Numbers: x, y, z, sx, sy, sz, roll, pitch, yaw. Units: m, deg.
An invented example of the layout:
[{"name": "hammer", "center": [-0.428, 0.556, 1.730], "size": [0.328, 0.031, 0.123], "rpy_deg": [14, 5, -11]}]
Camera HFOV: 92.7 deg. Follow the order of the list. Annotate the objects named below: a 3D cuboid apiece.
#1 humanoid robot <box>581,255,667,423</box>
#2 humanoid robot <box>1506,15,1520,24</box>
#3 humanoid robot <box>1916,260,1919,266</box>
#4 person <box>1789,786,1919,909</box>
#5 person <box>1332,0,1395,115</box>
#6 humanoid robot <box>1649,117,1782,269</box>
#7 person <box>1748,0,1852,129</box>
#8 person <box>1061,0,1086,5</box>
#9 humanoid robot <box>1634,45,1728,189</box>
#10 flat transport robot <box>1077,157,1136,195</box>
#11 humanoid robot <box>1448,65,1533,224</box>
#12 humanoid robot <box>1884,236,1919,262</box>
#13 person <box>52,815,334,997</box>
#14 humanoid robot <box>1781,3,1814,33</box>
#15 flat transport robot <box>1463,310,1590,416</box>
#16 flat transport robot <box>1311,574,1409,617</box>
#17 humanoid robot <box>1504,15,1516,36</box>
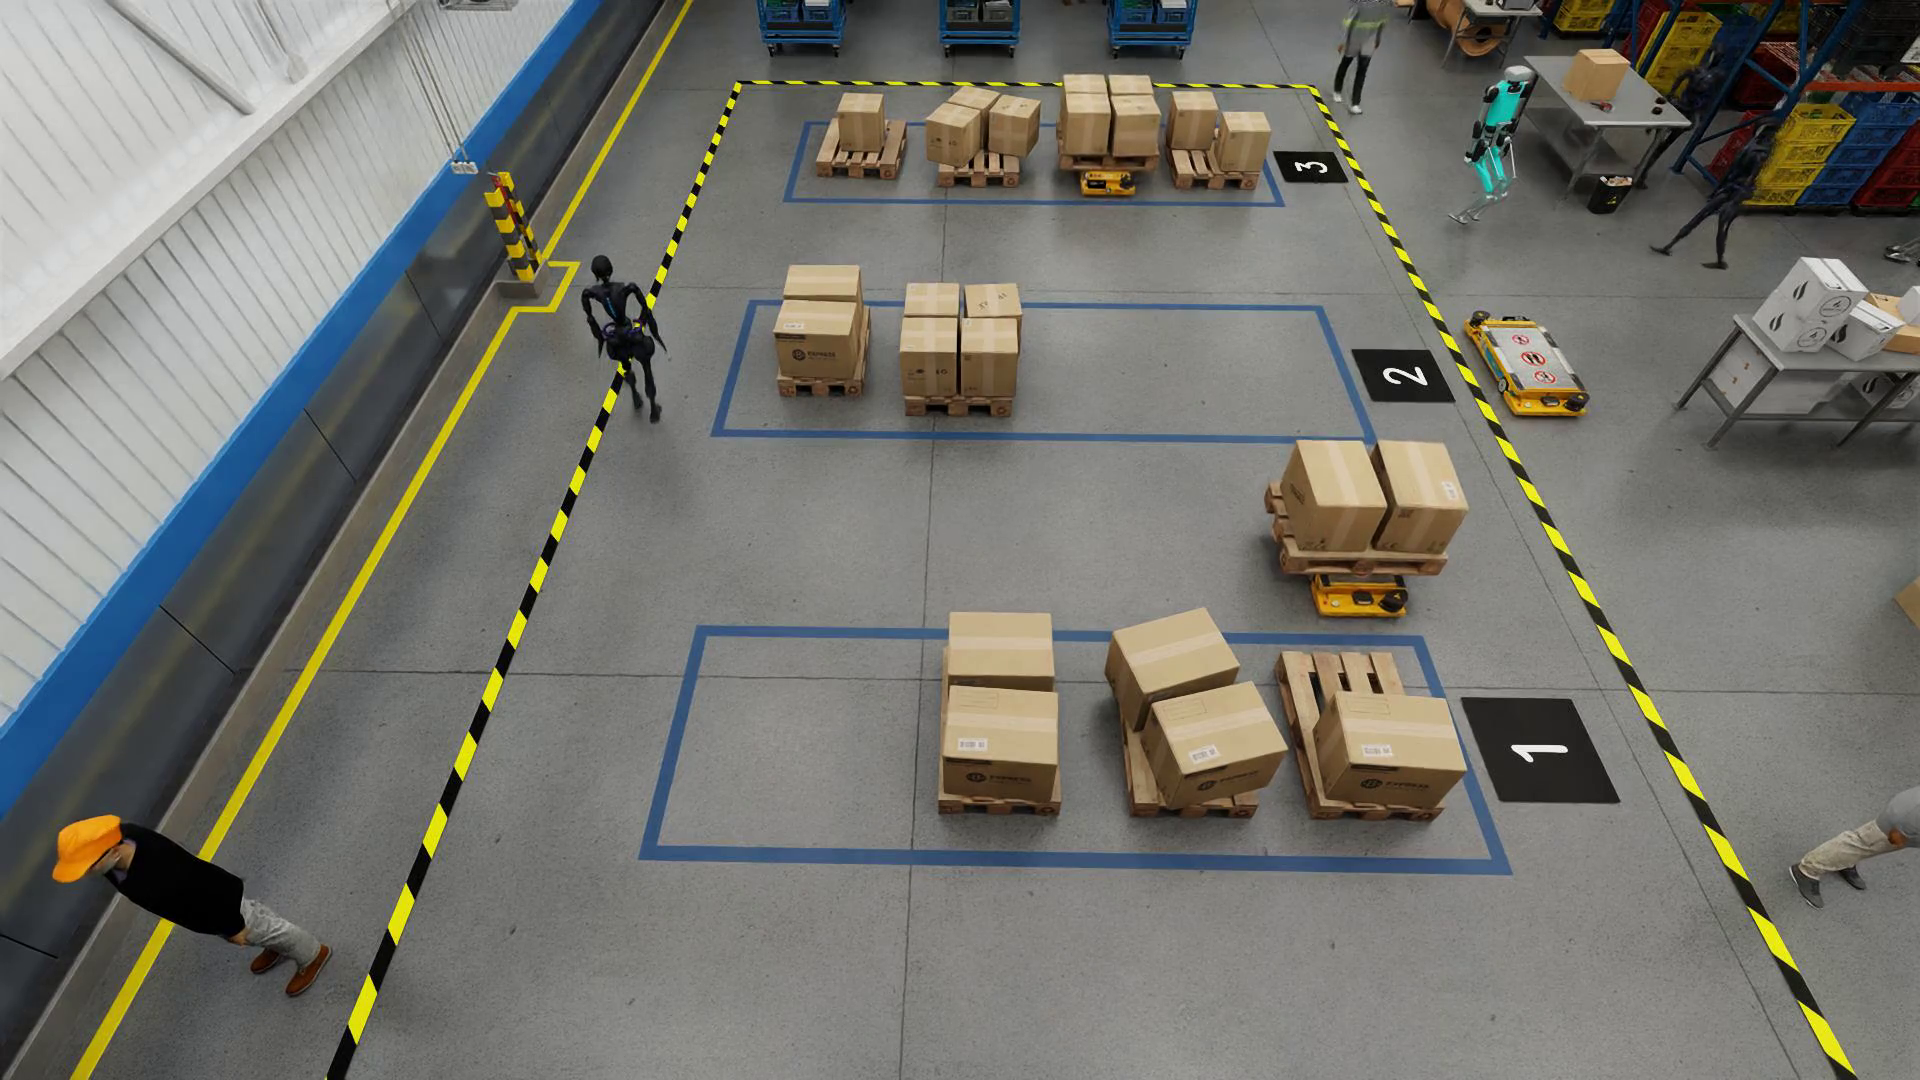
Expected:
[{"name": "humanoid robot", "center": [-2.957, -1.799, 8.161], "size": [0.599, 1.643, 0.457], "rpy_deg": [-7, 49, -6]}, {"name": "humanoid robot", "center": [9.000, -9.067, 14.453], "size": [0.556, 1.859, 0.669], "rpy_deg": [4, 49, 3]}, {"name": "humanoid robot", "center": [11.204, -3.699, 9.845], "size": [0.742, 1.639, 0.610], "rpy_deg": [-22, 53, -18]}, {"name": "person", "center": [5.483, 1.557, 5.192], "size": [0.563, 1.769, 0.400], "rpy_deg": [-13, 50, -11]}, {"name": "person", "center": [5.409, -6.705, 12.313], "size": [0.614, 1.802, 0.956], "rpy_deg": [2, 49, 2]}, {"name": "humanoid robot", "center": [8.270, -3.699, 9.838], "size": [0.785, 1.623, 0.609], "rpy_deg": [11, 50, 10]}, {"name": "person", "center": [11.076, -6.182, 11.878], "size": [0.920, 1.798, 0.627], "rpy_deg": [2, 49, 1]}, {"name": "person", "center": [1.930, -9.811, 14.931], "size": [0.620, 1.932, 0.370], "rpy_deg": [-11, 50, -9]}, {"name": "humanoid robot", "center": [8.669, -5.064, 11.006], "size": [0.601, 1.634, 0.748], "rpy_deg": [6, 49, 5]}, {"name": "flat transport robot", "center": [1.843, -4.870, 11.730], "size": [0.652, 0.197, 1.431], "rpy_deg": [1, 49, 1]}, {"name": "humanoid robot", "center": [5.999, -4.301, 10.198], "size": [0.533, 1.675, 0.735], "rpy_deg": [-11, 50, -10]}, {"name": "humanoid robot", "center": [10.747, -3.791, 9.796], "size": [0.724, 1.720, 0.530], "rpy_deg": [33, 57, 25]}, {"name": "person", "center": [-3.973, 1.917, 4.805], "size": [0.590, 1.884, 0.363], "rpy_deg": [21, 52, 17]}, {"name": "humanoid robot", "center": [13.418, -8.797, 14.218], "size": [0.589, 1.647, 0.373], "rpy_deg": [7, 49, 6]}, {"name": "flat transport robot", "center": [5.573, -1.757, 9.054], "size": [0.659, 0.231, 1.431], "rpy_deg": [1, 49, 1]}, {"name": "flat transport robot", "center": [3.133, -0.001, 7.516], "size": [0.652, 0.197, 1.431], "rpy_deg": [1, 49, 1]}, {"name": "humanoid robot", "center": [8.615, -8.620, 14.075], "size": [0.601, 1.641, 0.420], "rpy_deg": [4, 49, 3]}]
